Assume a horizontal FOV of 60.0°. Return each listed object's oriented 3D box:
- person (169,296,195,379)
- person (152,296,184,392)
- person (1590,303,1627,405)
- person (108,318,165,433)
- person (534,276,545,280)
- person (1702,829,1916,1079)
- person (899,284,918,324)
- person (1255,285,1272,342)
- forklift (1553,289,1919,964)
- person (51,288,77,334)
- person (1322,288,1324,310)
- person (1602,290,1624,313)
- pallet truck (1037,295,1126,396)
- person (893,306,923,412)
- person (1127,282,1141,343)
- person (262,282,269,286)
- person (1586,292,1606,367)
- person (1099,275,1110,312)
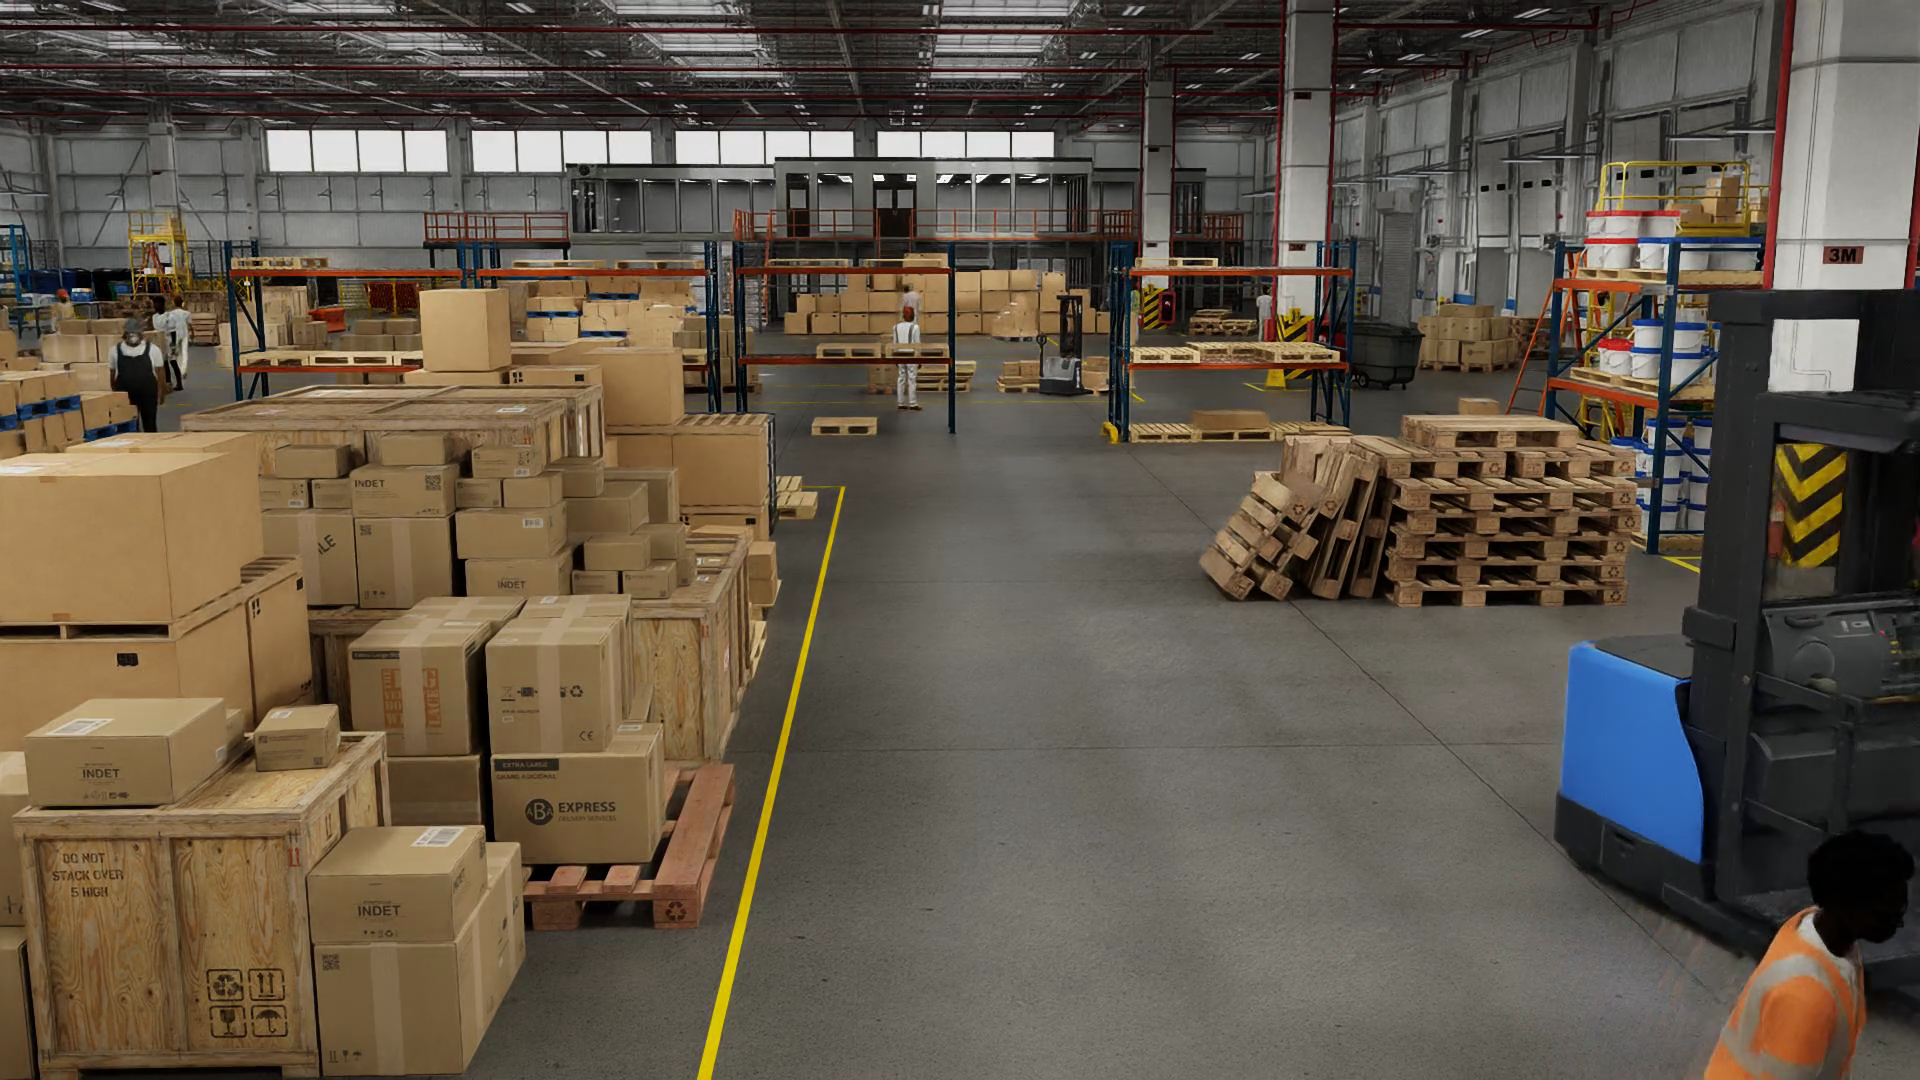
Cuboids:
[{"bbox_3d":[-17.336,-4.507,37.039,0.517,1.834,0.917,-3,11,-18],"label":"person"},{"bbox_3d":[-16.102,-3.965,33.682,0.619,1.953,0.395,5,11,24],"label":"person"},{"bbox_3d":[12.054,-3.442,30.904,0.605,1.891,0.895,3,11,14],"label":"person"},{"bbox_3d":[-11.384,-2.102,23.030,0.693,2.000,0.844,-5,11,-25],"label":"person"},{"bbox_3d":[-18.736,-11.189,74.249,0.520,1.826,0.787,-1,10,-8],"label":"person"},{"bbox_3d":[2.068,1.477,4.228,0.907,1.622,0.563,8,13,37],"label":"person"},{"bbox_3d":[-1.367,-6.060,45.519,0.396,1.901,0.682,9,14,42],"label":"person"},{"bbox_3d":[8.292,-5.994,45.223,0.521,1.860,0.335,5,11,26],"label":"person"},{"bbox_3d":[3.694,0.291,7.360,1.129,2.768,1.873,-3,11,-16],"label":"forklift"},{"bbox_3d":[-21.690,-5.145,40.323,0.428,1.916,0.563,4,11,24],"label":"person"},{"bbox_3d":[11.637,-7.511,53.527,0.813,1.916,0.627,-2,10,-9],"label":"person"},{"bbox_3d":[16.157,-5.332,41.246,0.812,1.972,0.454,8,13,39],"label":"person"},{"bbox_3d":[2.483,-3.881,33.060,1.885,1.965,0.823,-7,13,-36],"label":"pallet truck"},{"bbox_3d":[-0.929,-3.236,29.780,0.584,1.882,0.339,7,12,34],"label":"person"},{"bbox_3d":[5.157,-6.790,49.707,0.429,1.839,0.633,5,11,25],"label":"person"},{"bbox_3d":[-19.876,-6.480,47.901,0.586,1.878,0.972,2,10,12],"label":"person"},{"bbox_3d":[15.063,-4.915,39.257,0.624,1.844,0.430,-3,11,-18],"label":"person"},{"bbox_3d":[5.327,-8.729,60.563,1.010,1.837,0.591,-9,13,-40],"label":"person"}]
